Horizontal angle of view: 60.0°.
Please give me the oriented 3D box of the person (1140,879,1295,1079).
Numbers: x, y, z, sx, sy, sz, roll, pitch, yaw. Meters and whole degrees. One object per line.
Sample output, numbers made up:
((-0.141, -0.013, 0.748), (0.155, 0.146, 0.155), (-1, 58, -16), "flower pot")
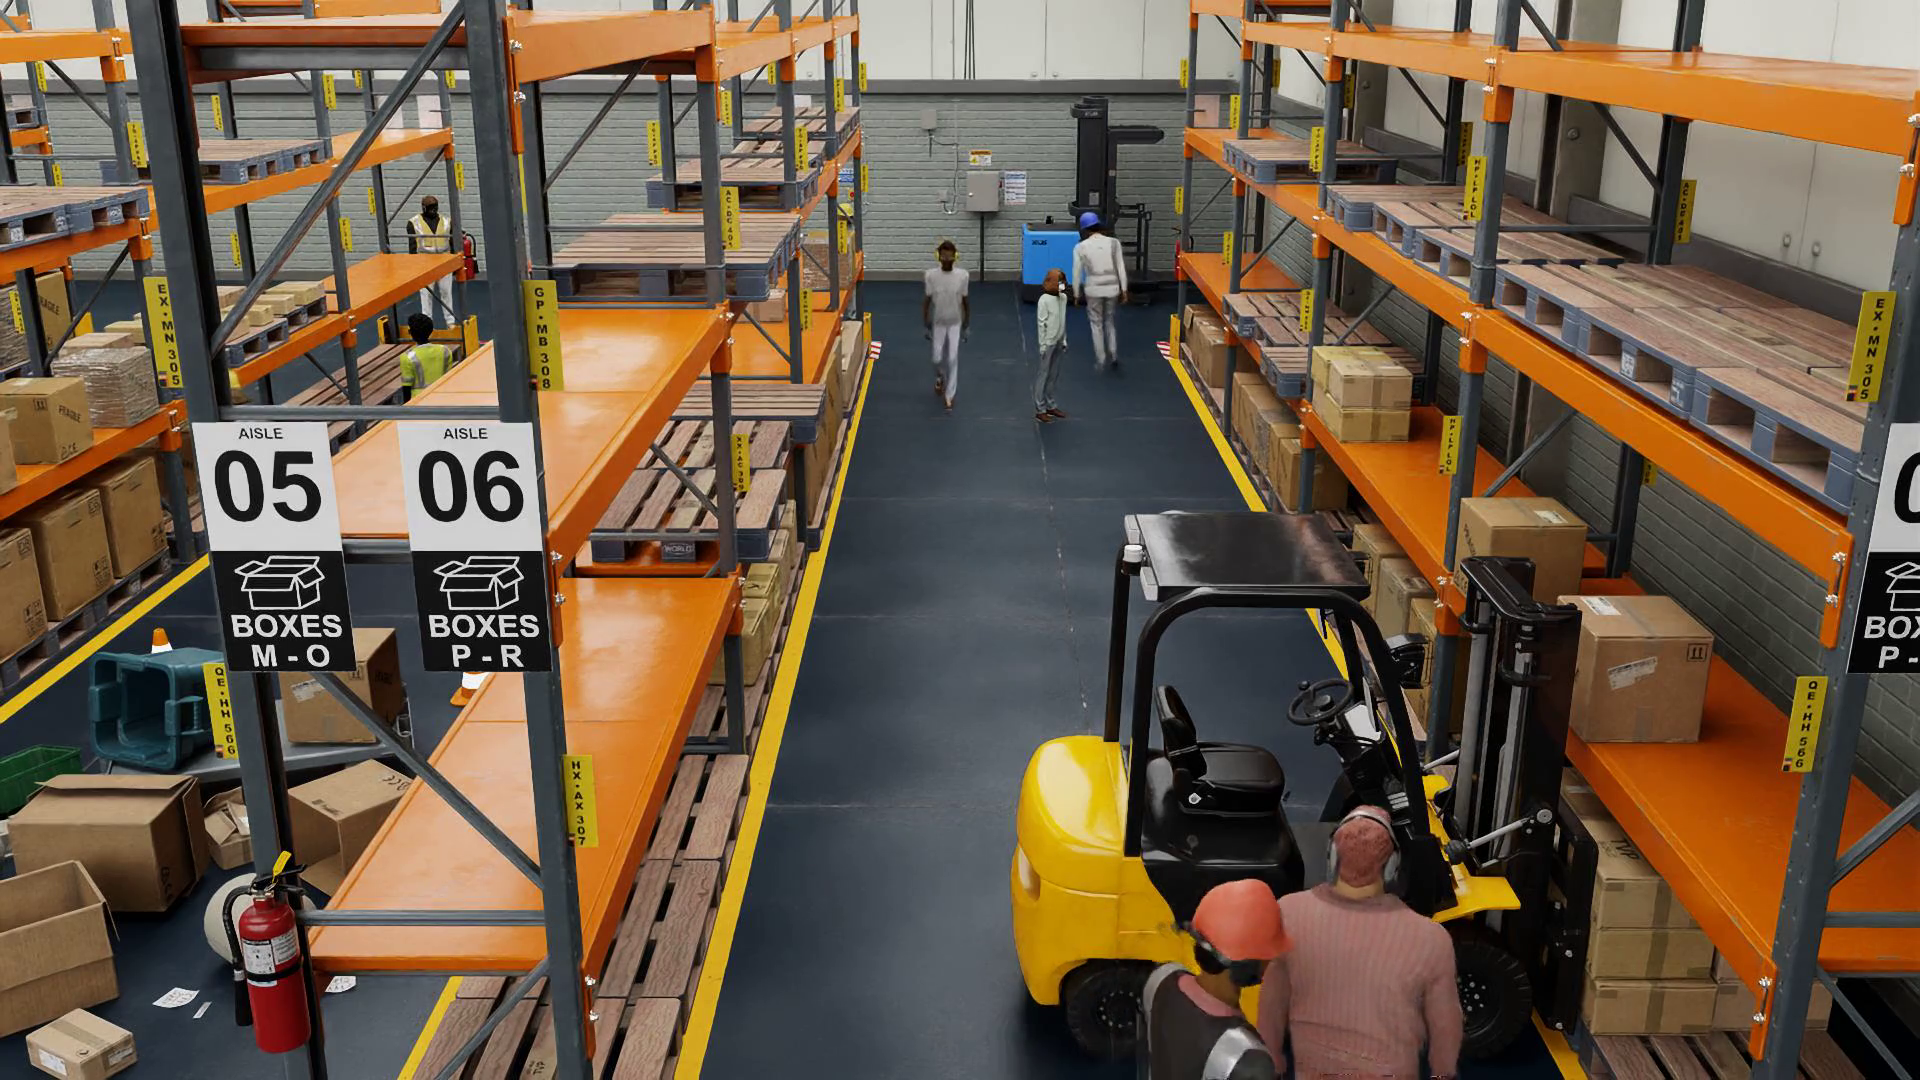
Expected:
((0.845, 1.919, 5.072), (0.766, 2.015, 0.618), (-10, 21, -28), "person")

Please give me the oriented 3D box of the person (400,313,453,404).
((-4.773, -1.200, 14.981), (0.320, 1.693, 0.534), (14, 23, 35), "person")

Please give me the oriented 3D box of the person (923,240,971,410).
((-0.138, -2.385, 18.312), (0.517, 1.859, 0.557), (0, 18, 0), "person")

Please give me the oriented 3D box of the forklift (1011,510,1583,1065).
((1.387, 1.055, 7.378), (2.313, 2.155, 1.214), (0, 18, 0), "forklift")

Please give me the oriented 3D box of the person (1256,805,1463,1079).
((1.341, 1.788, 5.661), (0.655, 1.881, 0.763), (11, 21, 29), "person")

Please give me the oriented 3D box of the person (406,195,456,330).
((-7.041, -3.692, 22.303), (0.636, 1.837, 0.429), (-10, 21, -28), "person")

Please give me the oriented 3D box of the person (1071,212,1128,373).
((1.666, -2.987, 20.081), (0.639, 1.888, 0.634), (-4, 19, -13), "person")

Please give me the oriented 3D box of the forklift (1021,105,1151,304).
((1.857, -4.944, 24.441), (1.873, 2.768, 1.129), (0, 18, 0), "forklift")

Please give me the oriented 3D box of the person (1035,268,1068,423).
((0.993, -2.082, 17.741), (0.286, 1.633, 0.501), (13, 22, 34), "person")
